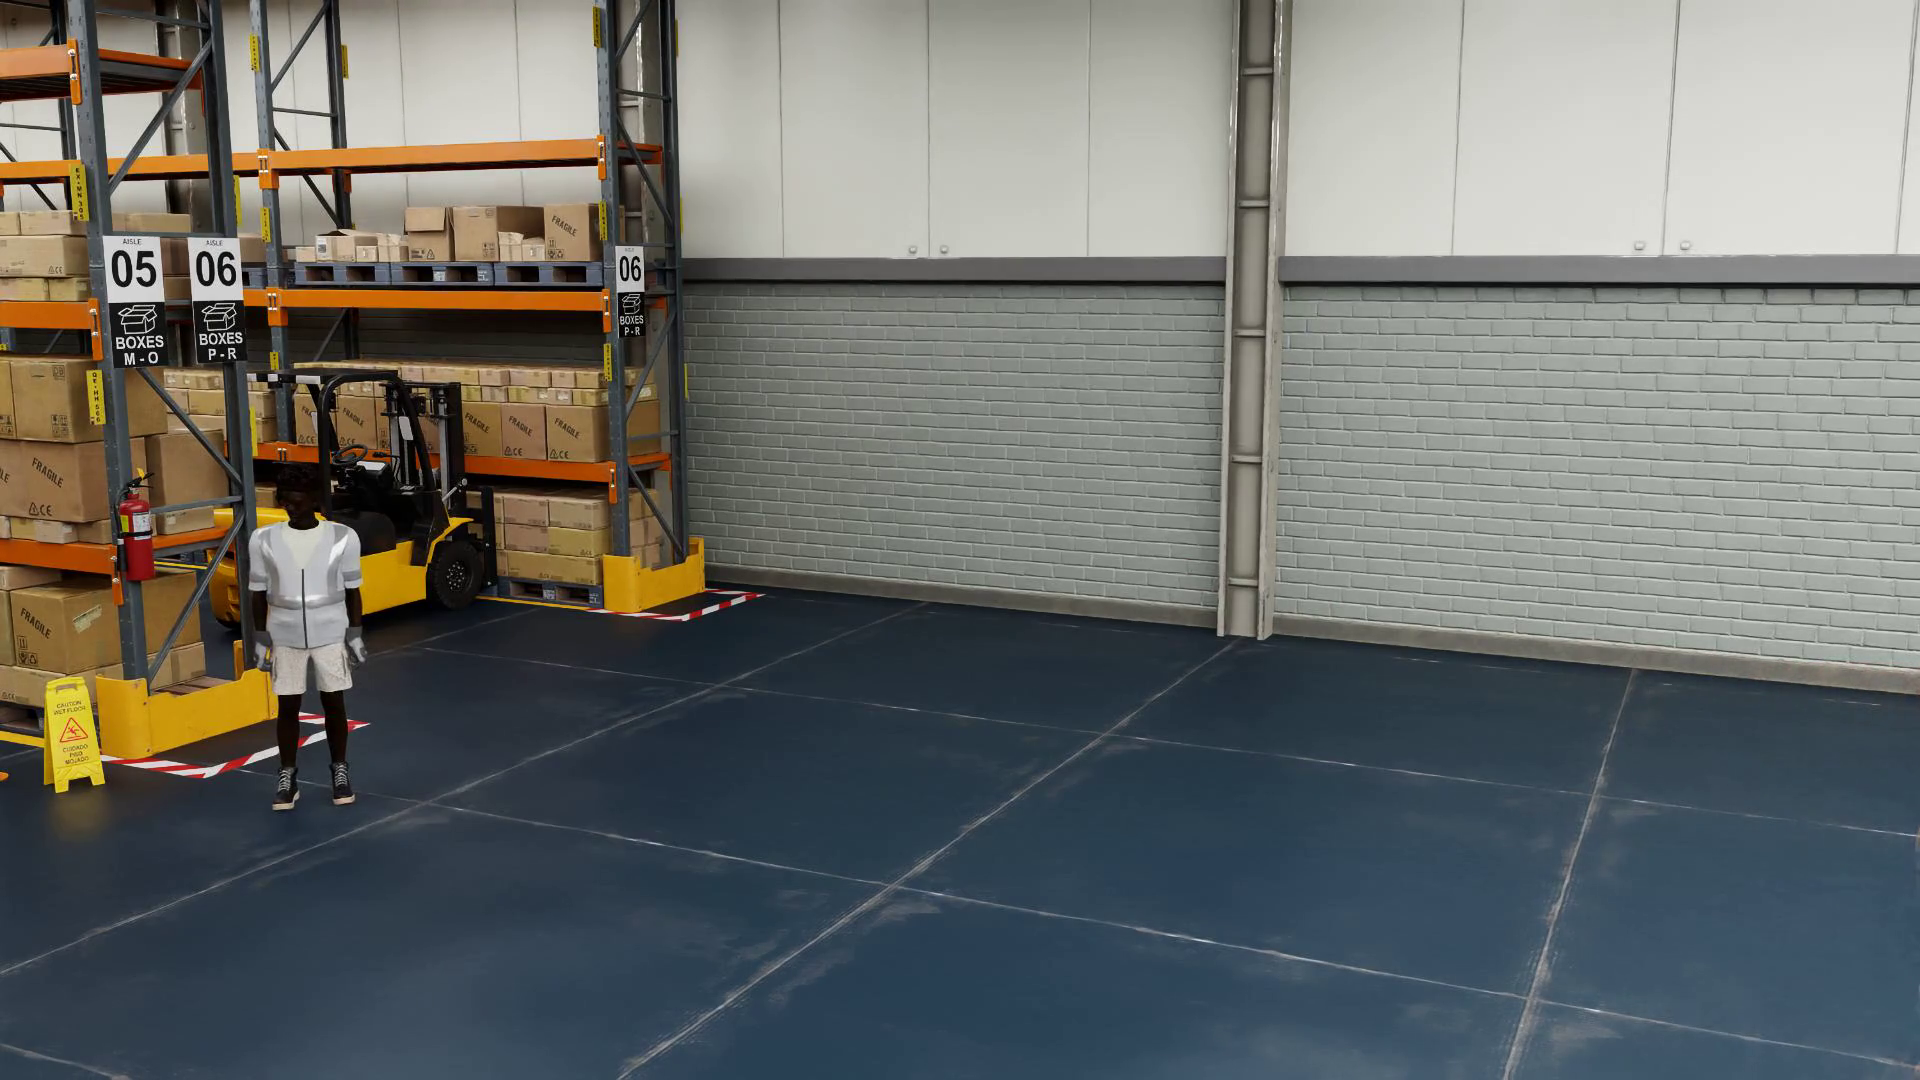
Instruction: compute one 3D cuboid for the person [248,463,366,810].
[{"bbox_3d":[-3.671,0.537,9.374,0.601,1.960,0.373,-3,10,-17],"label":"person"}]
